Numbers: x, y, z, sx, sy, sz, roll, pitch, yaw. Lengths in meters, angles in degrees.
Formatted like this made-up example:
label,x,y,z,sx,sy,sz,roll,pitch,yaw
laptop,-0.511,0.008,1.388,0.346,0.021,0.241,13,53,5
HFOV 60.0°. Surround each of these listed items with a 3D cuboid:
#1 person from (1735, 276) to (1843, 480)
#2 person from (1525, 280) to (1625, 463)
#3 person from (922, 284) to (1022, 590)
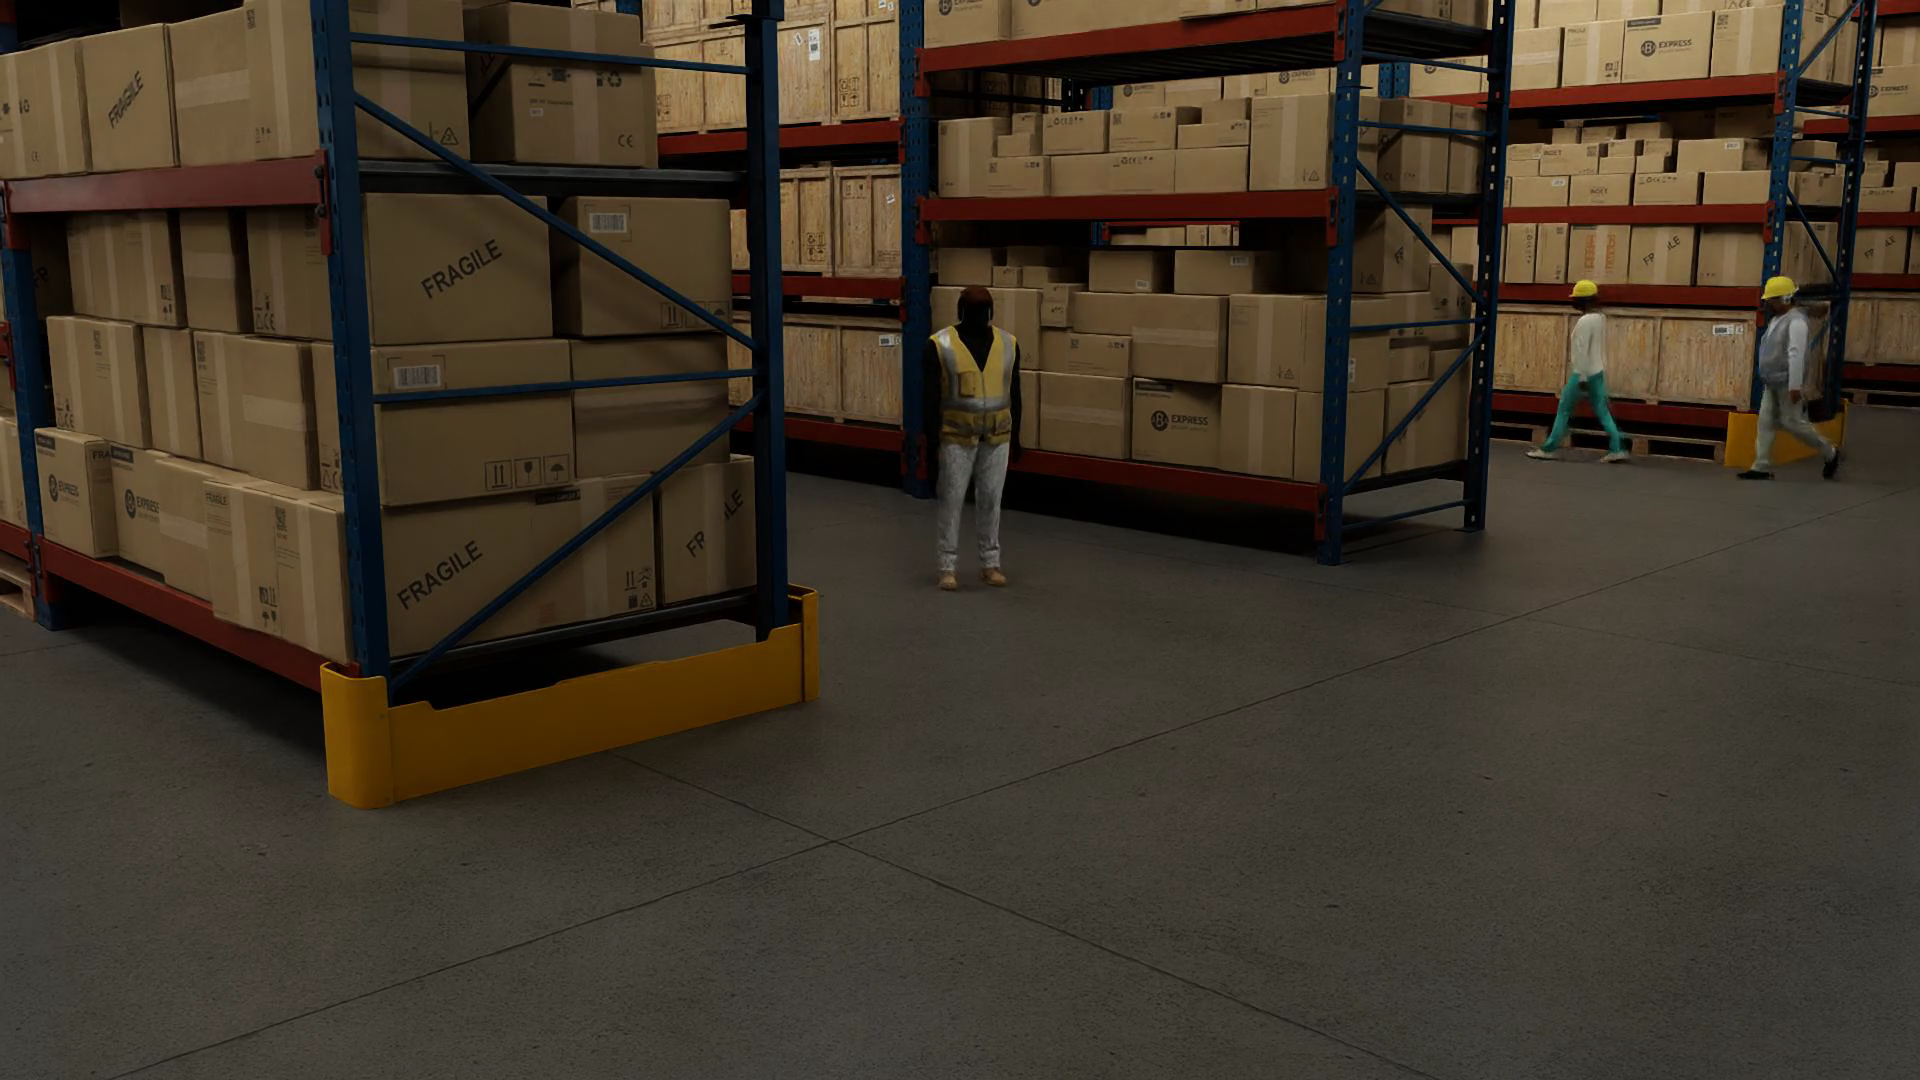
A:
label,x,y,z,sx,sy,sz,roll,pitch,yaw
person,7.231,-1.382,14.386,0.788,1.795,0.600,1,10,4
person,5.869,-1.576,15.628,0.895,1.724,0.524,9,14,42
person,0.084,-0.615,10.047,0.634,1.839,0.429,-3,11,-17
